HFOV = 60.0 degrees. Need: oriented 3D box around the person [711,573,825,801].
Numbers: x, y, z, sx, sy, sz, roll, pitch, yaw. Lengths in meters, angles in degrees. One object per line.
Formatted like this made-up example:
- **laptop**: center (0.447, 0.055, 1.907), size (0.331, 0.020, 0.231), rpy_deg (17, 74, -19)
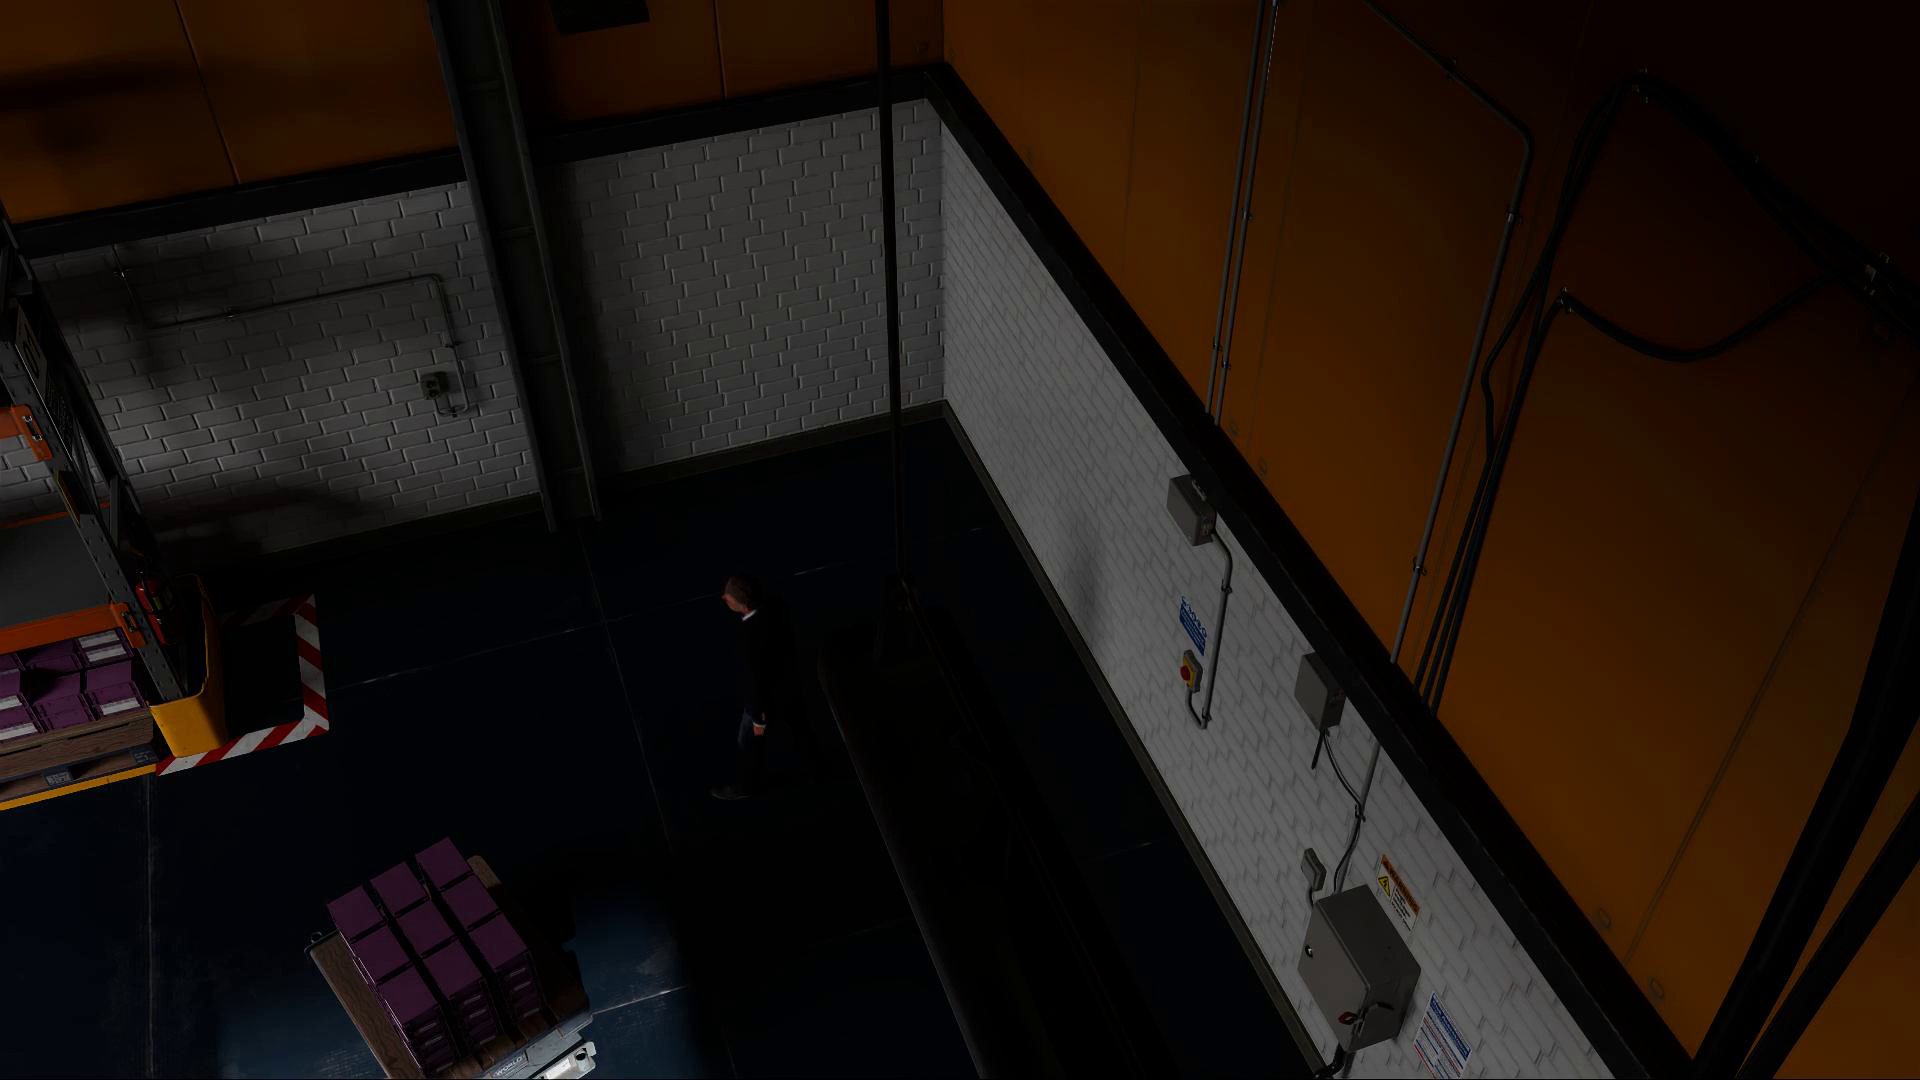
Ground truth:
- **person**: center (-1.089, 0.876, 9.926), size (1.070, 1.795, 1.011), rpy_deg (22, 48, 21)
